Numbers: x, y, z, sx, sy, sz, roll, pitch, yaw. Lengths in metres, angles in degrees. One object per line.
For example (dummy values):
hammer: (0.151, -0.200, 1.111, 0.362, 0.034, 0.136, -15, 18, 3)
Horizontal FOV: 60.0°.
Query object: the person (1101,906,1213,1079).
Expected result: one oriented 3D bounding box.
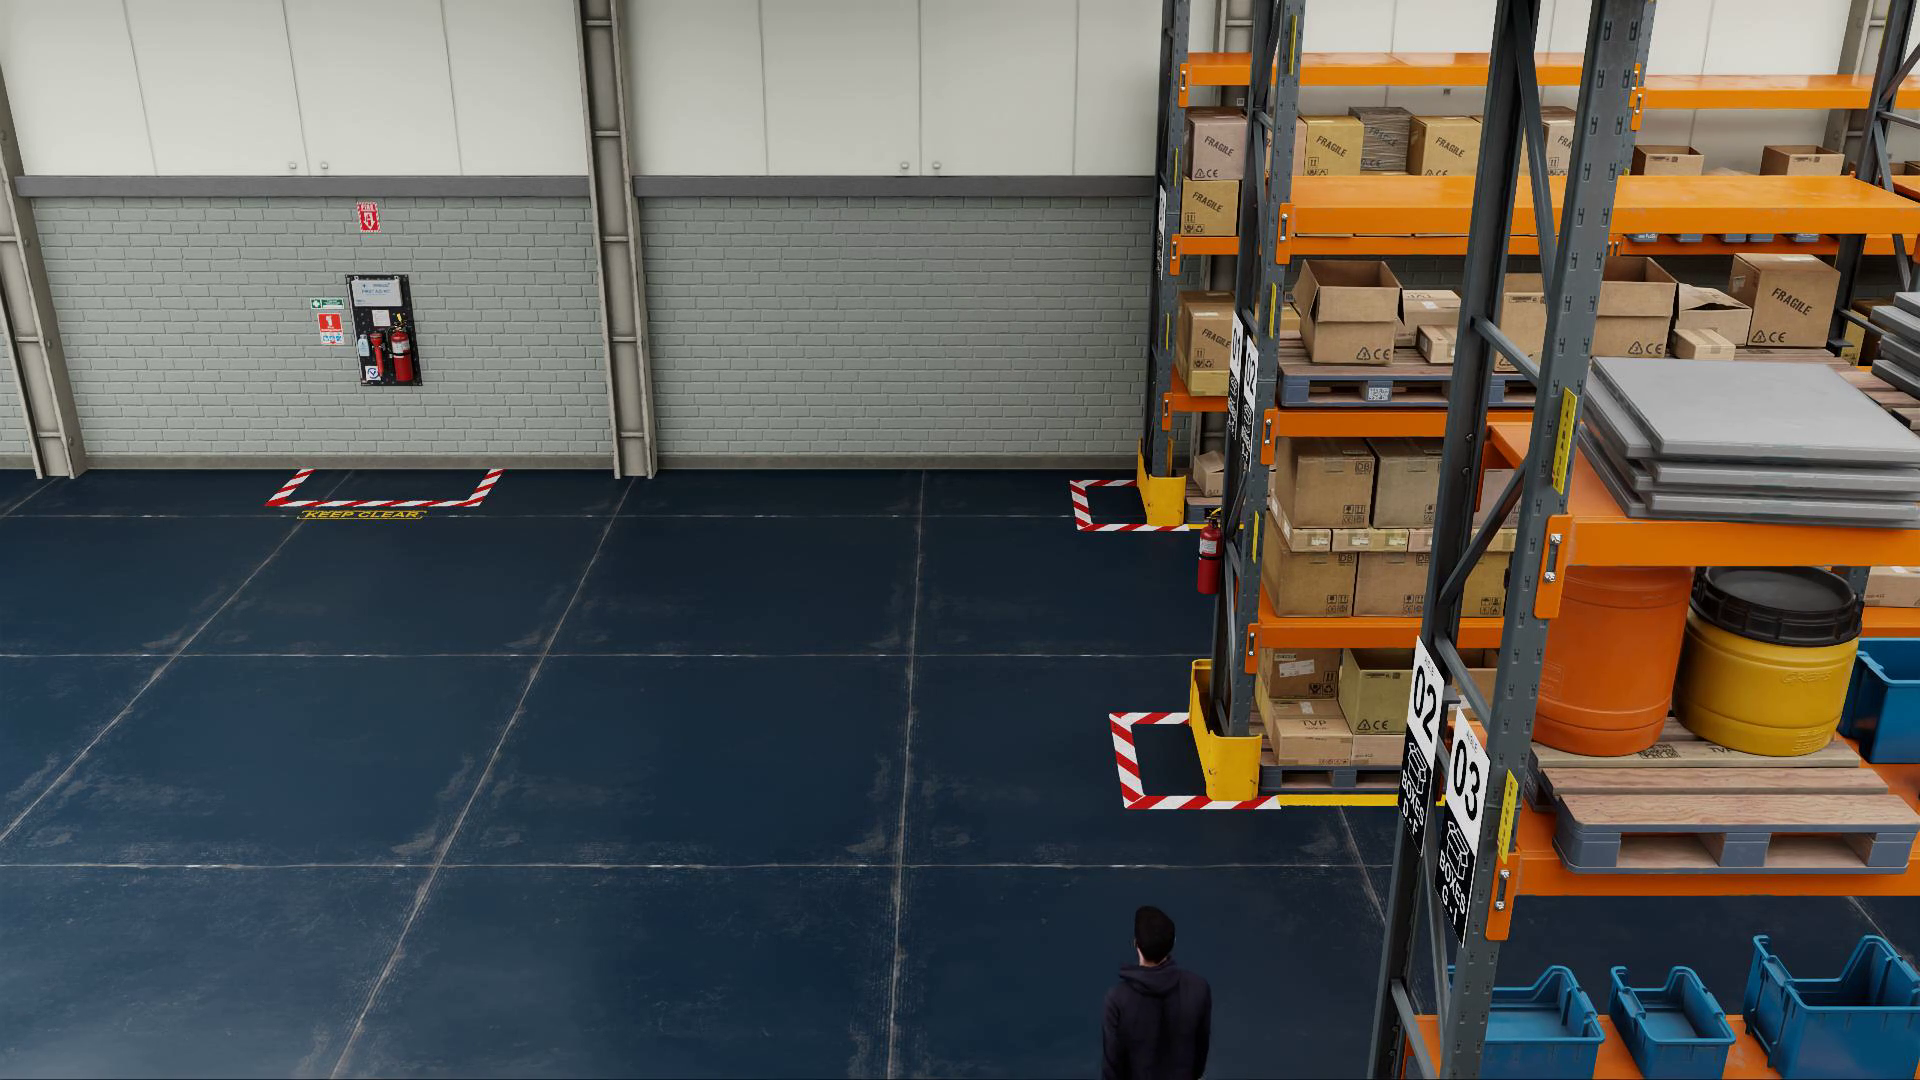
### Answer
person: (0.895, 2.539, 7.413, 1.214, 1.848, 0.831, -3, 23, -6)
